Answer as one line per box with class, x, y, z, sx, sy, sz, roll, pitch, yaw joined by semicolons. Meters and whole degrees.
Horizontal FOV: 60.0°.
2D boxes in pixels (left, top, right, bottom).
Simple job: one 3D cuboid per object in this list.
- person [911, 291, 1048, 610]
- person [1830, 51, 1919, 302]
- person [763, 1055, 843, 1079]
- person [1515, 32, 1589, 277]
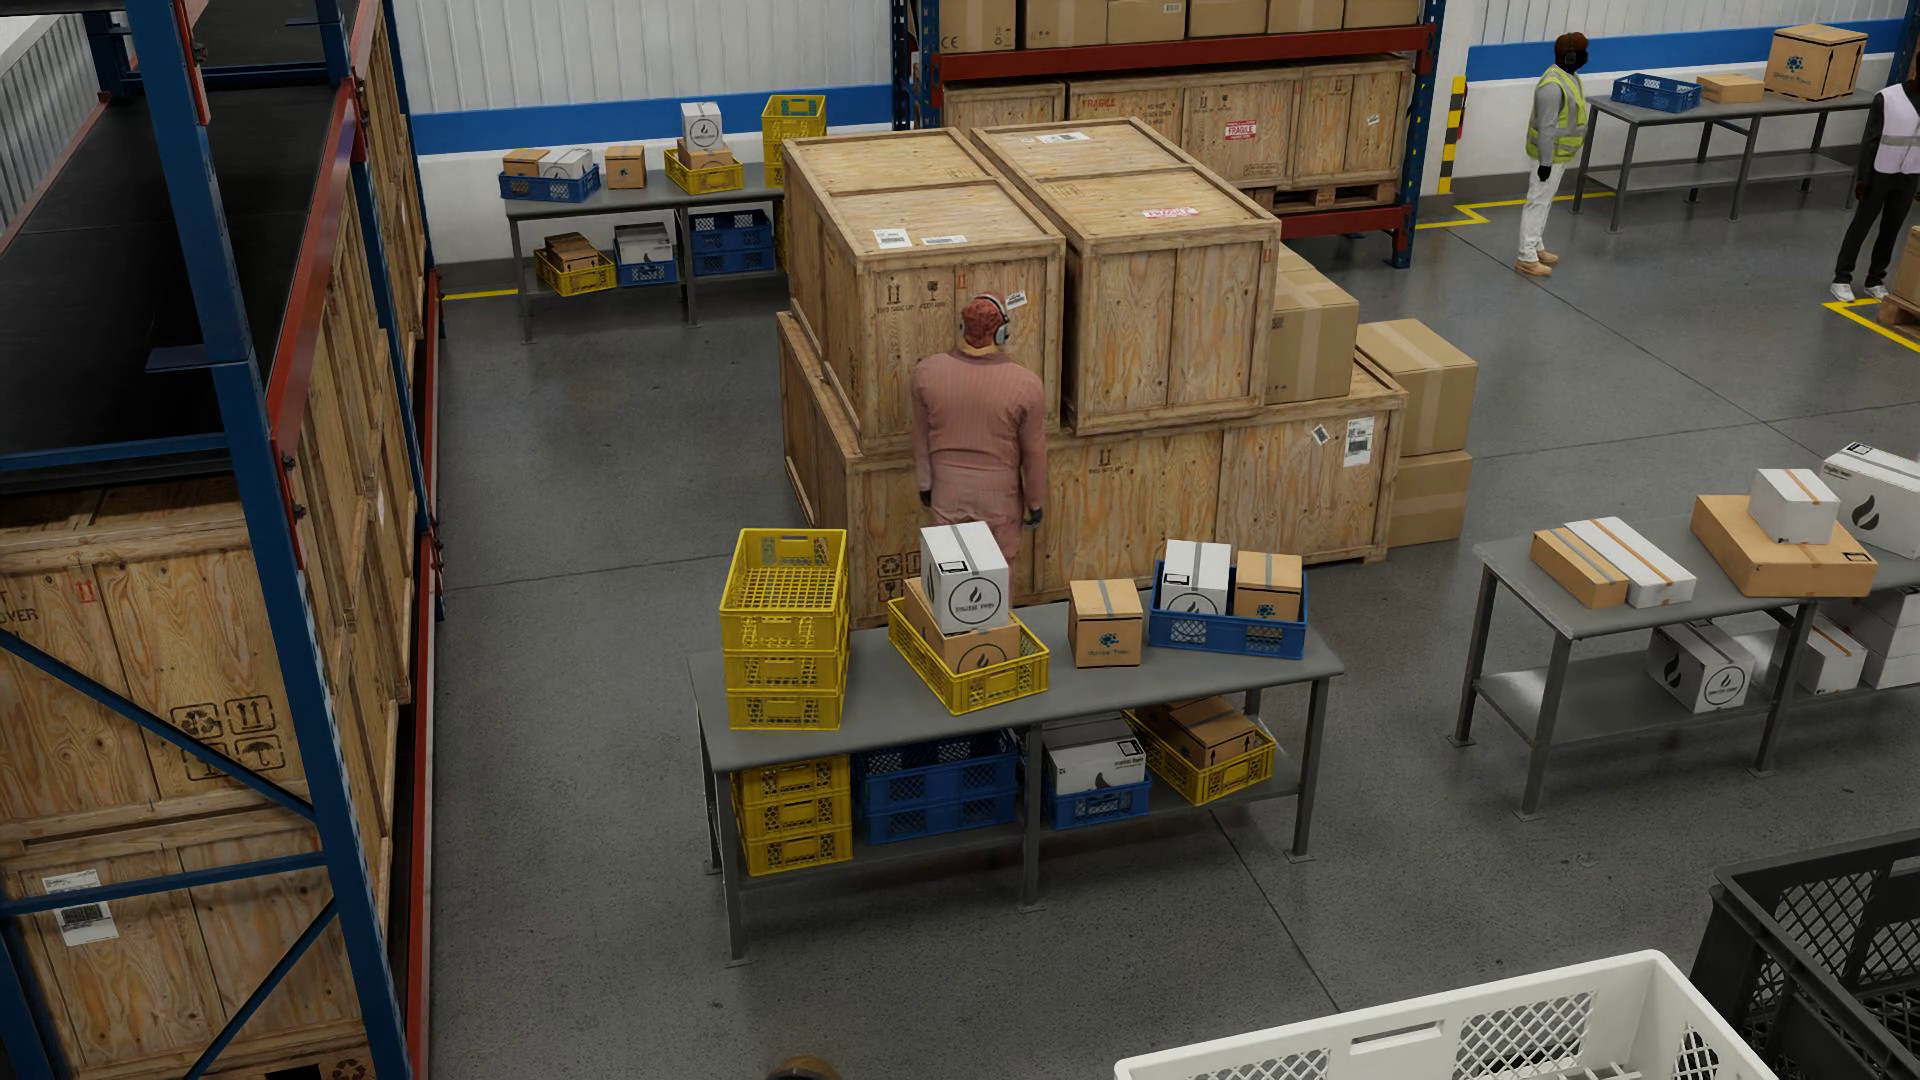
person;0.098;-0.254;7.889;0.659;1.894;0.412;8;30;15
person;6.922;-2.709;12.323;0.592;1.914;0.398;-1;29;-1
person;-0.326;1.955;3.826;0.635;1.936;0.353;-1;29;-2
person;4.607;-2.997;12.909;0.429;1.846;0.629;14;32;24
